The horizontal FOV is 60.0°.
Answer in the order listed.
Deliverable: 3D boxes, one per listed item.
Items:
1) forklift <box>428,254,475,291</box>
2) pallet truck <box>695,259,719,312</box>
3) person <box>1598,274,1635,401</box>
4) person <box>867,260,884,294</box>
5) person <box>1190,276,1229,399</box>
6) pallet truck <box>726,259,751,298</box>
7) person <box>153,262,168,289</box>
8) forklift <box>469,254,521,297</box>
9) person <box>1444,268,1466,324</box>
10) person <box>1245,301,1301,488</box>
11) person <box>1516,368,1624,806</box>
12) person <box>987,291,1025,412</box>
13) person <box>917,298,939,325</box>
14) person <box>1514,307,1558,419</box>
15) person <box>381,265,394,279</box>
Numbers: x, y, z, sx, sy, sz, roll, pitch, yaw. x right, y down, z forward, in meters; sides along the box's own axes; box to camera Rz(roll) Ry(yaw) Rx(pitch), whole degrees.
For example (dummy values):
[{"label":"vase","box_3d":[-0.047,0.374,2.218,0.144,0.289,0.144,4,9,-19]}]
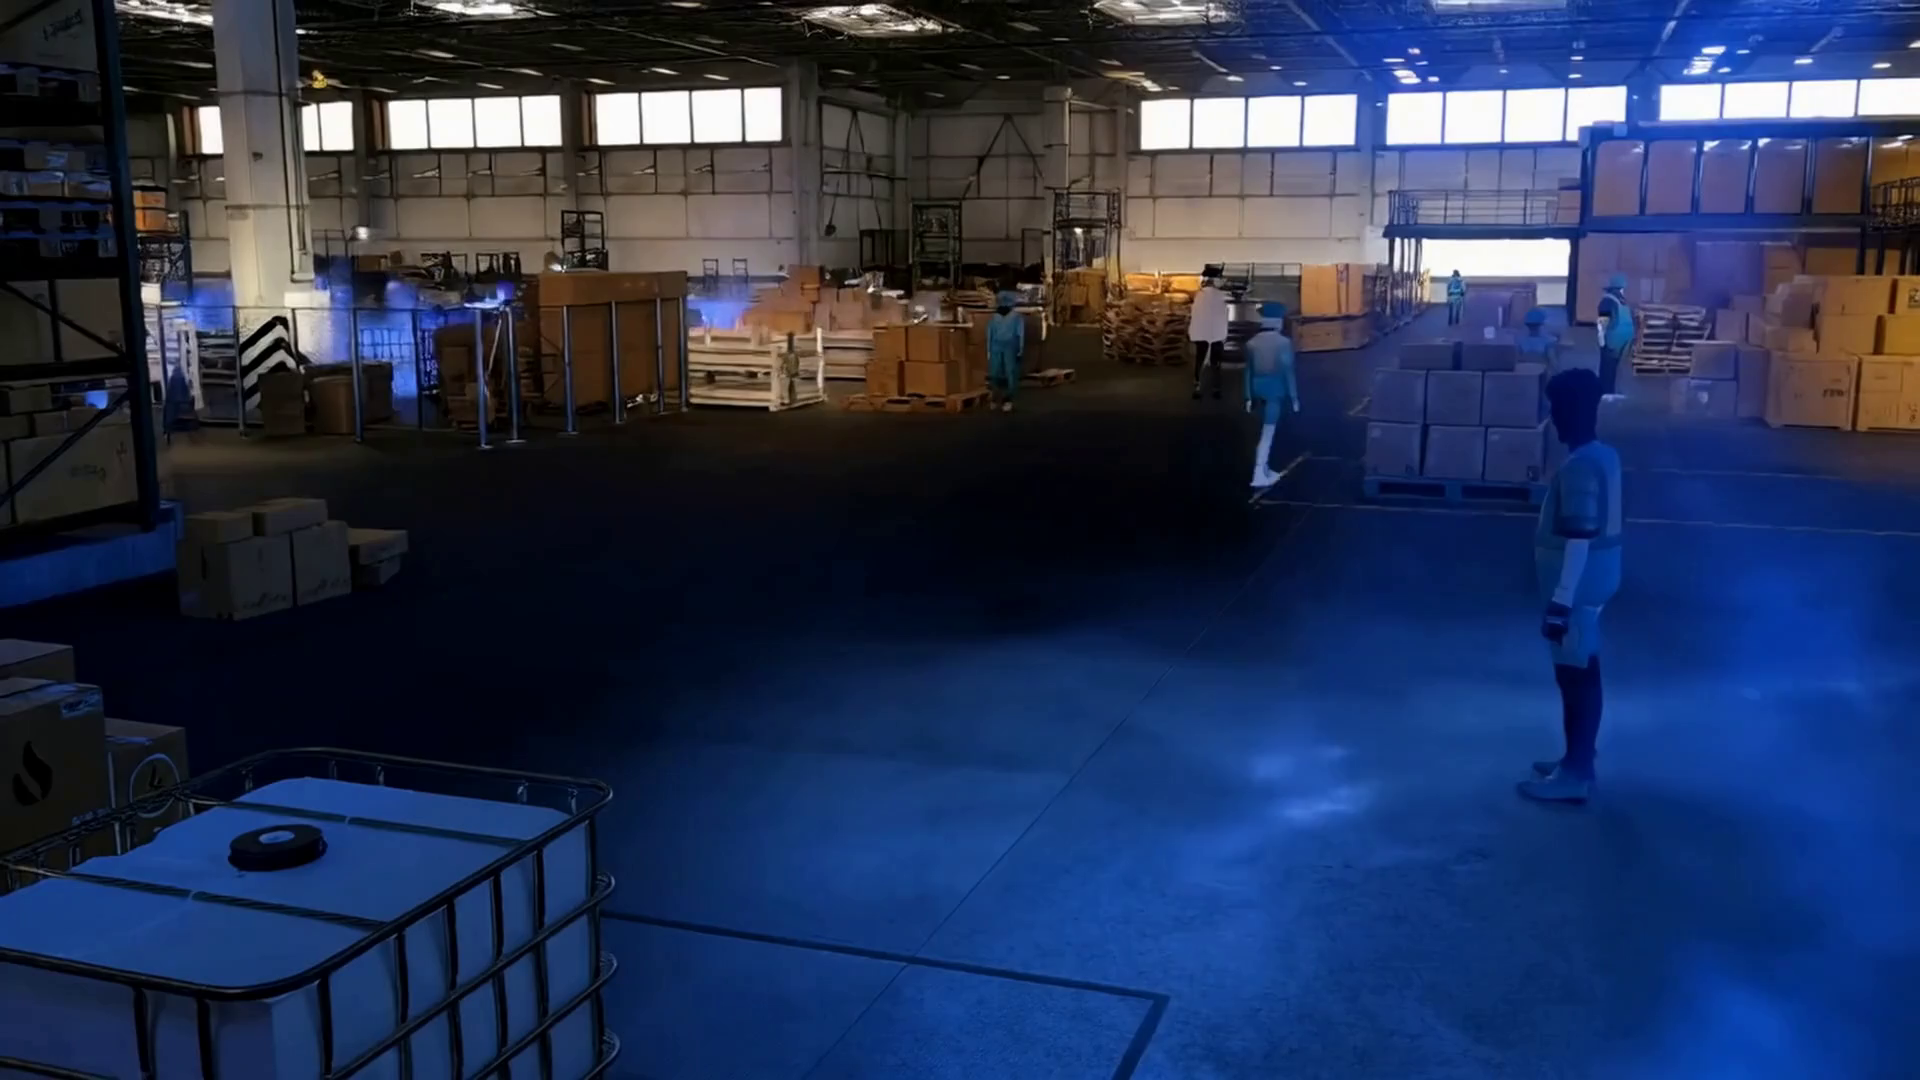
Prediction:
[{"label":"forklift","box_3d":[-20.133,-10.254,65.465,1.157,1.987,2.680,3,11,19]},{"label":"pallet truck","box_3d":[-9.165,-9.627,62.776,0.823,1.965,1.885,4,11,23]},{"label":"person","box_3d":[10.562,-3.254,26.761,0.537,2.000,0.689,8,13,39]},{"label":"person","box_3d":[-2.665,-7.733,51.978,0.610,2.043,0.397,-7,12,-35]},{"label":"person","box_3d":[4.047,-3.274,26.996,0.616,1.997,0.373,1,10,5]},{"label":"pallet truck","box_3d":[-7.986,-9.493,62.019,0.823,1.965,1.885,3,11,17]},{"label":"person","box_3d":[-27.649,-8.640,57.476,0.642,1.909,0.408,6,12,29]},{"label":"forklift","box_3d":[-17.990,-10.121,64.684,1.157,1.987,2.680,3,11,17]},{"label":"person","box_3d":[14.236,-6.901,47.913,0.588,1.833,1.038,3,11,17]},{"label":"person","box_3d":[3.283,-1.518,17.313,0.787,1.912,0.545,-8,13,-39]},{"label":"person","box_3d":[2.757,0.211,7.474,0.375,1.959,0.600,6,12,32]},{"label":"person","box_3d":[0.638,-2.799,24.837,0.628,1.808,0.705,4,11,20]},{"label":"person","box_3d":[-0.524,-3.103,27.005,0.860,1.657,0.534,5,11,24]},{"label":"person","box_3d":[6.855,-1.901,19.922,0.531,1.766,0.330,5,11,28]},{"label":"person","box_3d":[-20.608,-8.988,59.785,0.911,1.777,0.592,-9,14,-42]}]
